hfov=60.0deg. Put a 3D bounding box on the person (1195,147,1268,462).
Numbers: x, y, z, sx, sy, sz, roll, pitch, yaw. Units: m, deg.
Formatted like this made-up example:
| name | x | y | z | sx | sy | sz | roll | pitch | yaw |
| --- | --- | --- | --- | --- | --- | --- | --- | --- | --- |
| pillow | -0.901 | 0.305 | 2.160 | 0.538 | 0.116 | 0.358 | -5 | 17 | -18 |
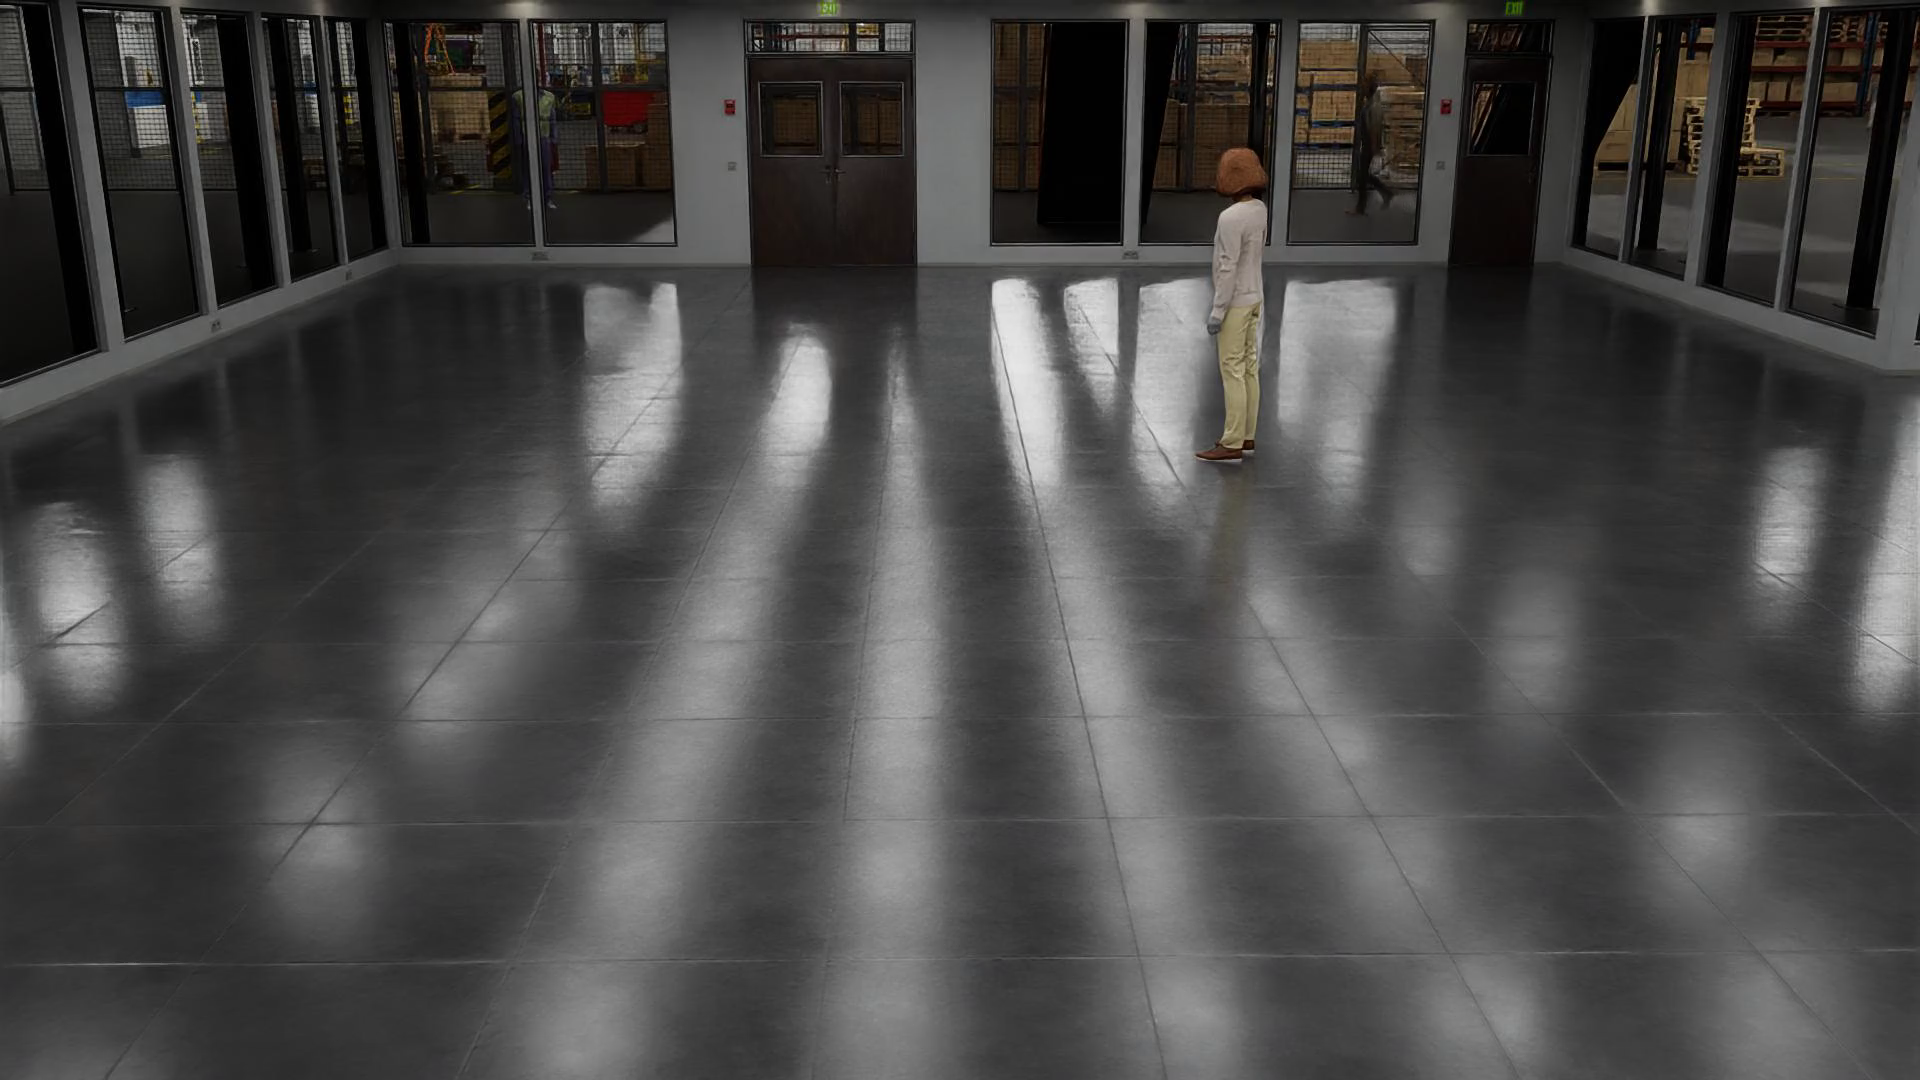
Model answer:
| name | x | y | z | sx | sy | sz | roll | pitch | yaw |
| --- | --- | --- | --- | --- | --- | --- | --- | --- | --- |
| person | 1.446 | -1.228 | 8.754 | 0.286 | 1.636 | 0.500 | 9 | 19 | 28 |
